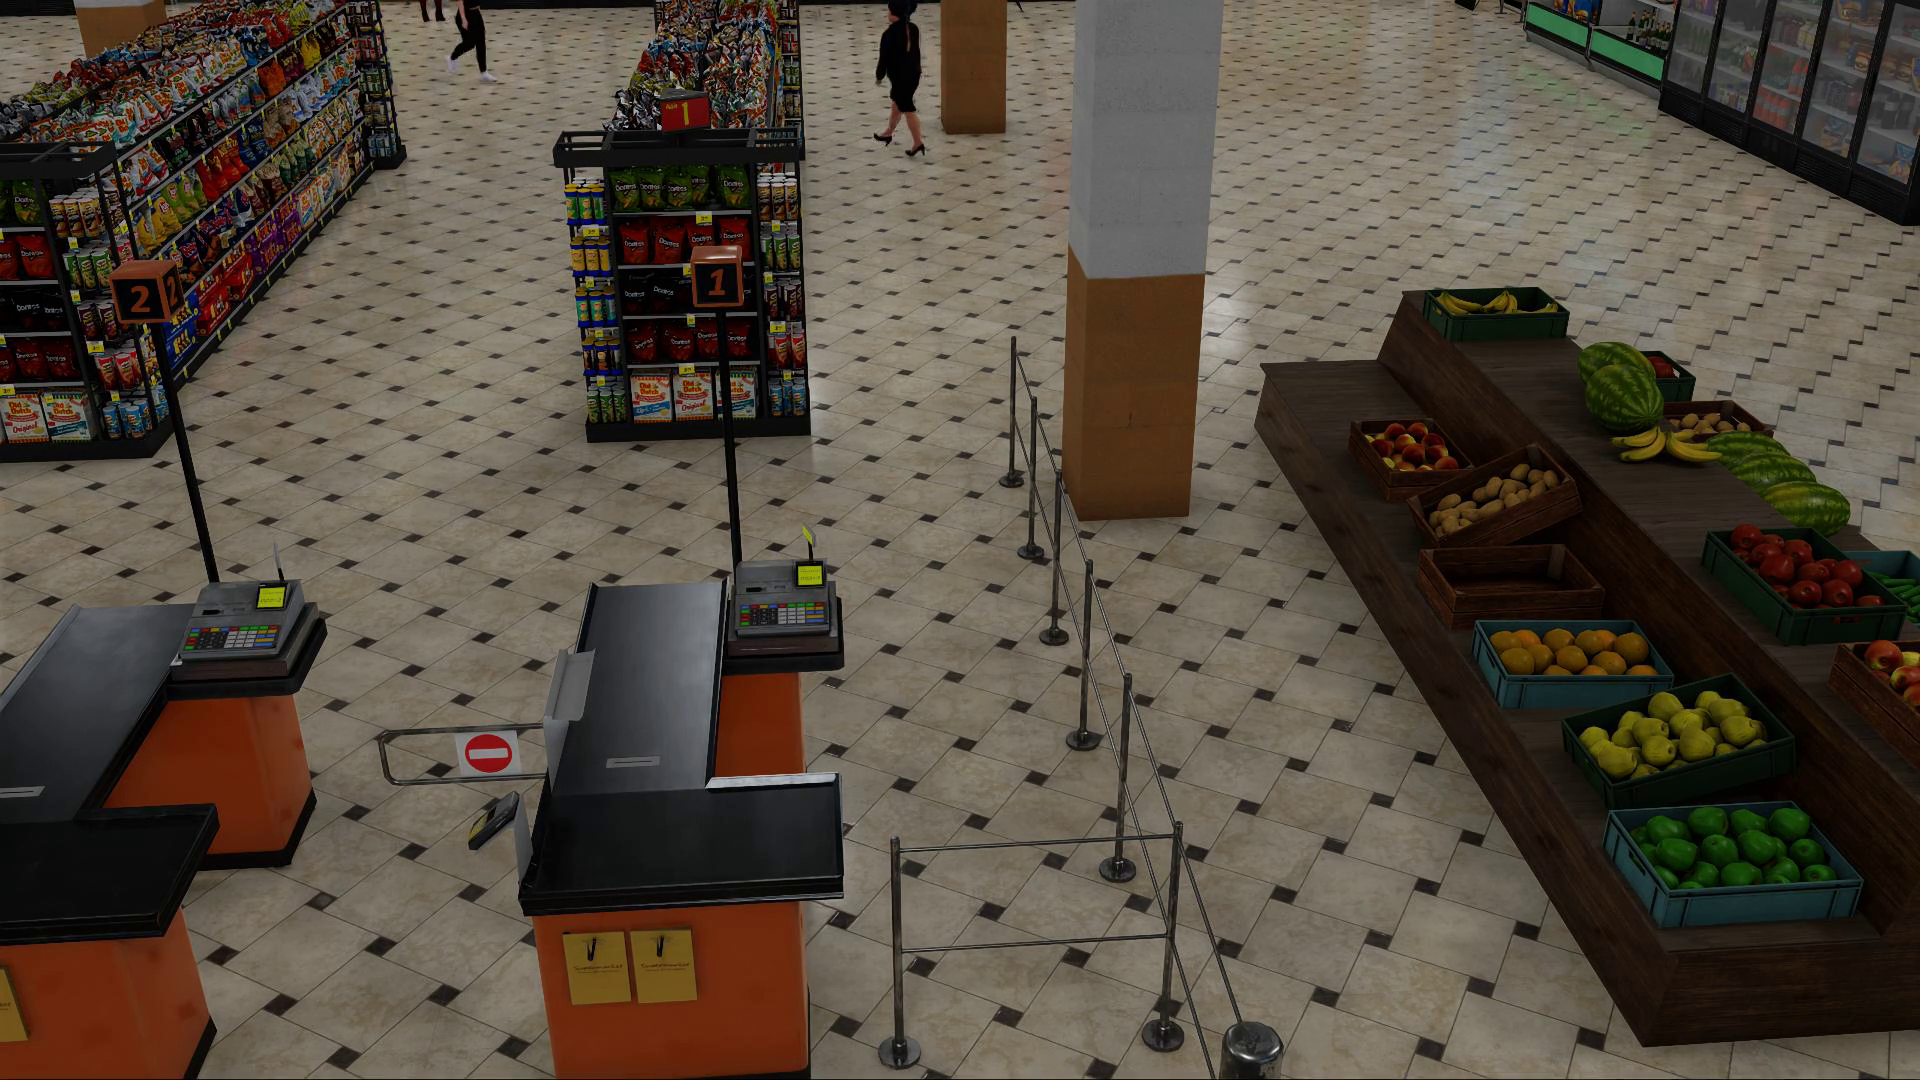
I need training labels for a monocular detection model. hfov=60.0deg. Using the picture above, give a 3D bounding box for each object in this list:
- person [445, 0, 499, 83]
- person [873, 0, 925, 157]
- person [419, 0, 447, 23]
[{"bbox_3d":[-6.424,-6.764,21.578,0.907,1.624,0.988,8,28,16],"label":"person"},{"bbox_3d":[-0.557,-4.973,18.029,1.130,1.638,1.096,18,32,32],"label":"person"},{"bbox_3d":[-8.284,-8.921,25.737,0.599,1.708,0.537,1,27,1],"label":"person"}]
